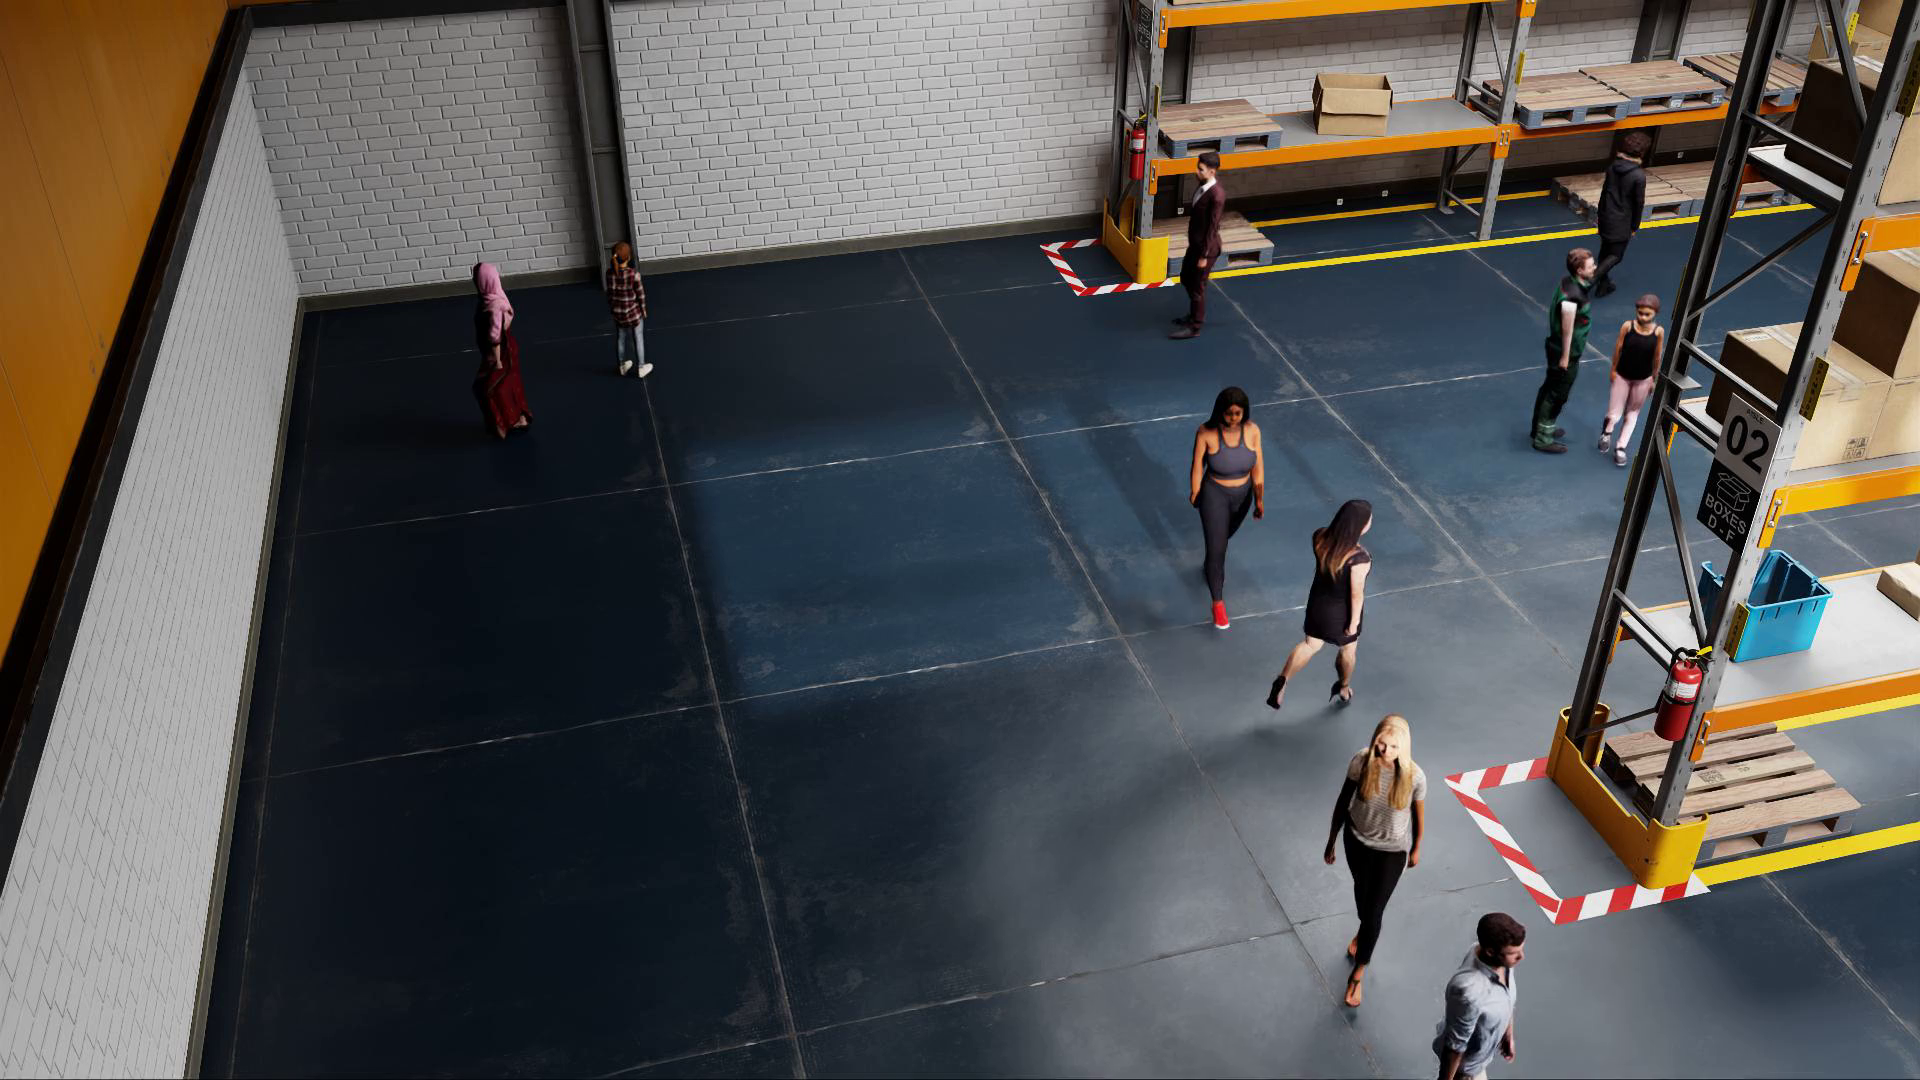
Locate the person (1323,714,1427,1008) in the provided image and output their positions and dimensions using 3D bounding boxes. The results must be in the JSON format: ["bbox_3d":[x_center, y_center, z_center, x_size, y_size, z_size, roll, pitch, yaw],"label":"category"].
[{"bbox_3d":[2.332,1.643,9.261,0.942,1.807,0.997,17,37,24],"label":"person"}]

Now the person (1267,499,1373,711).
[{"bbox_3d":[2.441,0.479,11.110,1.089,1.697,0.873,-21,39,-29],"label":"person"}]

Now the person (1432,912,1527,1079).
[{"bbox_3d":[2.368,2.432,8.050,0.895,1.833,0.835,19,38,26],"label":"person"}]

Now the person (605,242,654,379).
[{"bbox_3d":[-3.087,-2.131,15.395,0.567,1.302,0.661,9,35,13],"label":"person"}]

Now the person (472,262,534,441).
[{"bbox_3d":[-3.904,-1.632,14.352,0.727,1.624,0.705,-2,34,-3],"label":"person"}]

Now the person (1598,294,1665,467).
[{"bbox_3d":[5.680,-1.395,14.060,0.687,1.552,0.739,9,35,13],"label":"person"}]

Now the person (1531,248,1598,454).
[{"bbox_3d":[5.141,-1.629,14.150,0.741,1.843,0.733,6,34,9],"label":"person"}]

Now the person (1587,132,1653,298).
[{"bbox_3d":[6.482,-3.157,16.523,1.121,1.760,0.844,-21,39,-28],"label":"person"}]

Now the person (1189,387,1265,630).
[{"bbox_3d":[1.954,-0.359,12.308,1.158,1.768,0.773,-5,34,-8],"label":"person"}]

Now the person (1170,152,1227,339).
[{"bbox_3d":[2.378,-2.845,15.965,0.724,1.860,0.769,-4,34,-6],"label":"person"}]
